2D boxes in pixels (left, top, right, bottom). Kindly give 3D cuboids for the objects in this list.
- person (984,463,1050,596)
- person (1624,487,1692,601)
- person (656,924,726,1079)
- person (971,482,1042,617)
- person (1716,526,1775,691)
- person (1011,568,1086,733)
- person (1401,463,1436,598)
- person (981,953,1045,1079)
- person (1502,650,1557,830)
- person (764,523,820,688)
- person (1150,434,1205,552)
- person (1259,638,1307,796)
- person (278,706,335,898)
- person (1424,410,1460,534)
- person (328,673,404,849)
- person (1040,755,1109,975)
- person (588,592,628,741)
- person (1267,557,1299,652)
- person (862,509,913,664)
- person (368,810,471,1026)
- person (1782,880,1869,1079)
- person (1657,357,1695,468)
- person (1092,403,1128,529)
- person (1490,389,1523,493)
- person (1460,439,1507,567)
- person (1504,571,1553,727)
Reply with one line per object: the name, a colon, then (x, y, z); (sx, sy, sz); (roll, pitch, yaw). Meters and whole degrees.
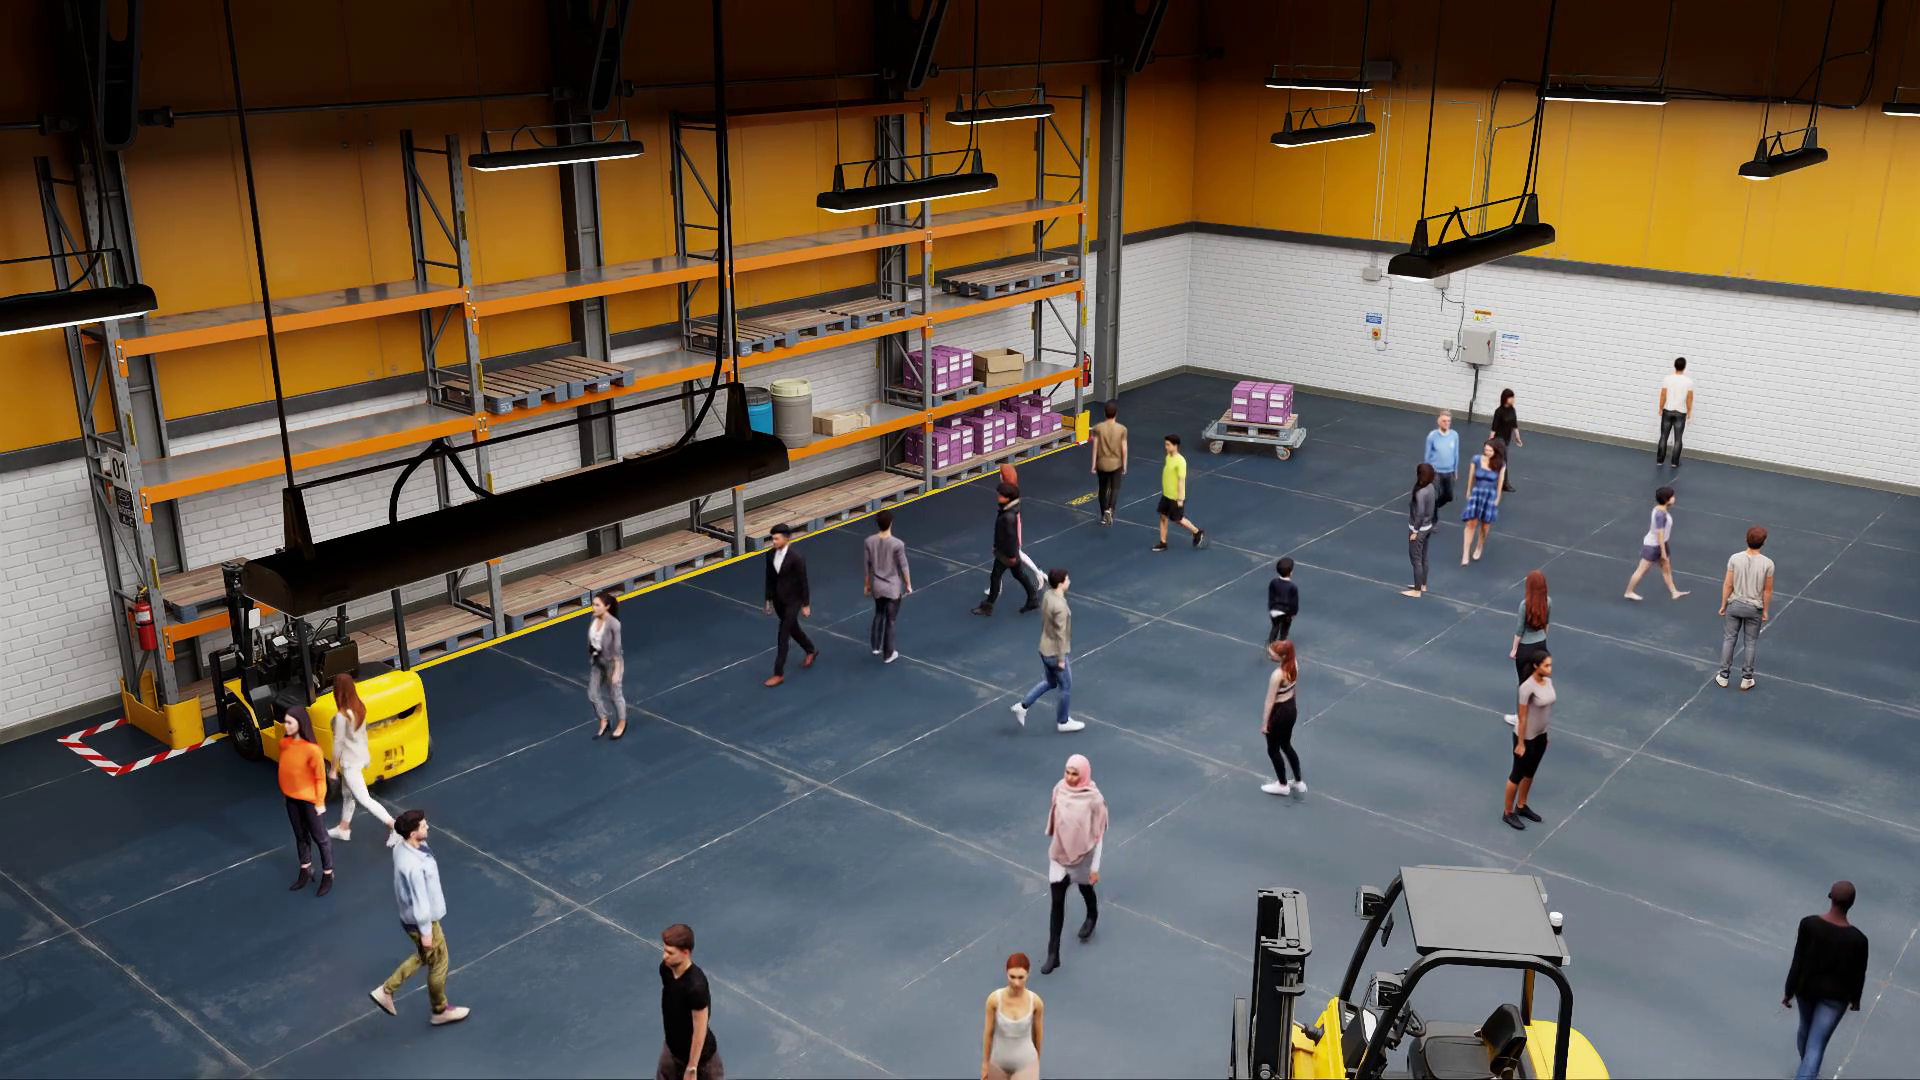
person: (0.730, -0.102, 21.373); (0.987, 1.796, 1.120); (5, 19, 13)
person: (8.826, 0.072, 21.286); (0.838, 1.523, 1.011); (7, 20, 21)
person: (-1.705, 3.362, 11.068); (1.242, 1.810, 0.767); (-17, 25, -41)
person: (0.686, 0.128, 20.767); (1.094, 1.748, 1.131); (1, 19, 4)
person: (8.814, 0.753, 18.676); (0.697, 1.897, 0.627); (10, 21, 26)
person: (0.916, 1.177, 17.503); (1.157, 1.842, 1.028); (-5, 19, -14)
person: (5.972, -0.144, 21.544); (0.684, 1.767, 0.473); (12, 22, 32)
person: (0.346, 3.453, 11.082); (0.858, 1.628, 0.974); (1, 19, 3)
person: (5.370, 1.848, 15.662); (0.540, 1.746, 0.713); (-14, 23, -35)
person: (-1.900, 0.684, 18.983); (0.743, 1.832, 1.214); (13, 23, 34)
person: (3.050, -0.654, 23.193); (1.099, 1.682, 0.898); (-8, 20, -22)
person: (3.153, 1.726, 16.086); (0.551, 1.706, 0.756); (-13, 22, -33)
person: (-5.690, 2.248, 14.471); (0.668, 1.748, 0.629); (9, 21, 25)
person: (6.944, -1.027, 24.114); (0.921, 1.800, 0.979); (-2, 19, -6)
person: (-5.466, 2.039, 15.192); (1.073, 1.684, 1.104); (1, 19, 3)
person: (0.982, 2.564, 13.526); (0.810, 1.753, 1.232); (10, 21, 28)
person: (-3.613, 1.308, 17.404); (0.634, 1.658, 0.594); (15, 24, 37)
person: (3.771, 0.809, 19.573); (0.520, 1.218, 0.514); (12, 22, 32)
person: (-0.884, 0.567, 19.318); (0.760, 1.840, 0.716); (8, 20, 22)
person: (-4.141, 2.878, 12.527); (1.069, 1.795, 0.919); (-8, 20, -23)
person: (6.002, 3.236, 11.619); (0.608, 1.696, 1.131); (15, 24, 38)
person: (11.736, -2.109, 27.327); (0.685, 1.801, 0.601); (10, 21, 27)
person: (2.156, -1.058, 24.155); (0.967, 1.833, 1.154); (4, 19, 11)
person: (8.441, -1.594, 26.104); (1.066, 1.605, 0.840); (-12, 22, -31)
person: (7.140, -0.521, 22.669); (0.877, 1.763, 1.165); (8, 20, 23)
person: (6.080, 1.160, 17.708); (0.633, 1.744, 0.730); (-6, 20, -18)
